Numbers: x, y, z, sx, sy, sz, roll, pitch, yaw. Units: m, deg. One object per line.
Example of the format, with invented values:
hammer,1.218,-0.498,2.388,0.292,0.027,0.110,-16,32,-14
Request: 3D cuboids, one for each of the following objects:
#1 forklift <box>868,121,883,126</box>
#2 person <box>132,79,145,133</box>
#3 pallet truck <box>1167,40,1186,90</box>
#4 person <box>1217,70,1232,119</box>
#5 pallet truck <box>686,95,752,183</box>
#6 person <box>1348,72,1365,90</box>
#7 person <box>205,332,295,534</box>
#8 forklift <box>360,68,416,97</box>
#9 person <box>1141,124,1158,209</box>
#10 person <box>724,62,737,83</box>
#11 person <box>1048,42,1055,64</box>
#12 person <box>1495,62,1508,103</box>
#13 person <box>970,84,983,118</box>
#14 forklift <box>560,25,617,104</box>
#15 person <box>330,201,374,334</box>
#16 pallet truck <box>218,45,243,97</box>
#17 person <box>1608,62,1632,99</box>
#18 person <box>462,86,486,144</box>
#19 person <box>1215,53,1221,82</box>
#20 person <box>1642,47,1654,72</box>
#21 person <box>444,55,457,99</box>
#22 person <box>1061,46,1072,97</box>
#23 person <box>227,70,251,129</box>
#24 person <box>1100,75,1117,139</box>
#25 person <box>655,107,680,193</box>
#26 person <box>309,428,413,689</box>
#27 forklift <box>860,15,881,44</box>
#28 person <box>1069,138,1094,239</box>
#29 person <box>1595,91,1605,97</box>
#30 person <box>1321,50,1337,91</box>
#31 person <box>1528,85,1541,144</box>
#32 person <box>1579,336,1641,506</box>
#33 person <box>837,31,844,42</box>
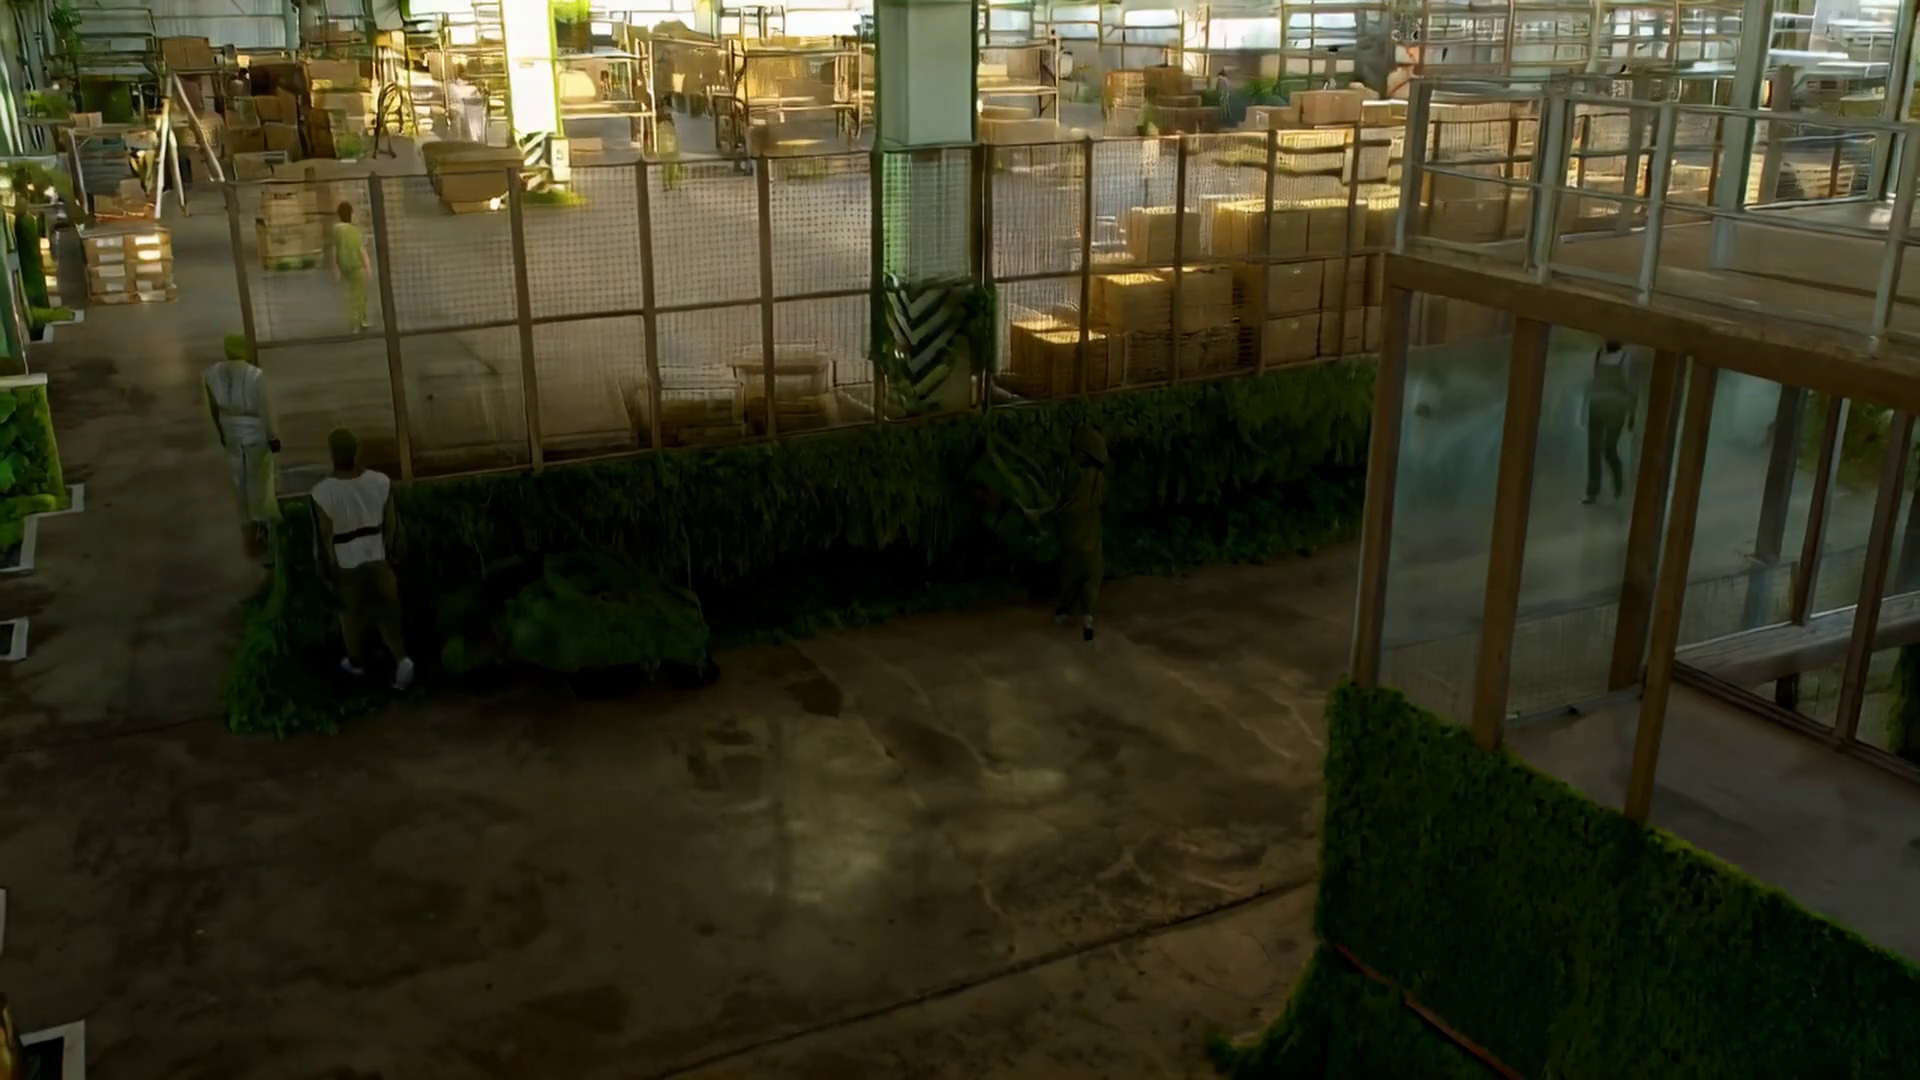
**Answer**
forklift,-1.968,-14.875,53.789,1.873,2.768,1.129,-9,21,-25
person,-25.384,-13.405,51.418,0.522,1.631,0.324,5,20,15
pallet truck,9.045,-19.971,69.895,0.823,1.965,1.885,-3,19,-8
person,8.905,-15.043,56.198,0.808,1.606,0.523,13,23,33
pallet truck,-5.836,-9.608,39.856,0.823,1.965,1.885,10,22,27
person,11.849,-13.104,50.110,0.646,1.912,1.002,-7,20,-19
person,-6.419,-0.957,15.014,0.623,1.844,0.430,5,20,14
forklift,-22.735,-18.935,65.560,1.129,2.768,1.873,13,23,33
person,3.900,-7.591,34.181,0.355,1.884,0.576,3,19,9
person,-7.749,-15.415,56.954,0.763,1.814,0.662,-8,20,-21
person,4.374,-22.324,77.210,0.553,1.655,0.819,8,21,22
person,17.979,-15.015,55.647,0.701,1.924,0.634,5,20,14
person,0.420,-11.033,43.921,0.828,2.000,0.686,5,20,14
forklift,-14.056,-17.891,62.534,1.873,2.768,1.129,-9,21,-25
person,-8.454,-3.793,23.207,0.552,1.857,0.494,0,19,0
pallet truck,-28.879,-18.665,66.111,0.823,1.965,1.885,-3,19,-9
person,21.536,-14.526,54.152,1.037,1.985,0.626,-14,23,-35
person,-12.911,-11.124,44.380,0.639,1.913,0.763,-10,22,-27
person,11.464,-21.533,74.514,0.544,1.939,0.354,15,24,37
person,28.640,-19.652,69.322,0.321,1.765,0.533,-11,22,-28
person,-19.955,-18.160,65.162,0.533,1.644,0.875,-1,19,-3
person,4.230,-18.586,65.972,0.355,1.936,0.635,15,24,36
person,-22.117,-13.437,51.081,0.609,1.907,0.652,-8,20,-21
person,4.434,-12.936,49.720,0.512,1.859,0.320,13,23,33
person,-6.632,-8.851,37.778,0.585,1.923,0.390,11,22,29
person,-4.227,0.137,11.779,0.600,1.890,0.871,-17,25,-40
forklift,-4.074,-22.580,76.124,1.129,2.768,1.873,-9,21,-25
person,2.299,-6.634,31.427,0.353,1.877,0.573,-15,24,-38
person,16.156,-10.404,42.253,0.544,1.939,0.354,-4,19,-12
person,14.044,-17.529,62.910,1.055,1.928,0.638,-9,21,-24
person,16.647,-12.313,48.153,0.532,1.696,0.319,-15,24,-37
person,6.172,-1.225,15.804,0.466,1.830,0.532,-16,24,-38
person,-5.939,-24.005,81.733,0.912,1.908,0.545,-11,22,-28
